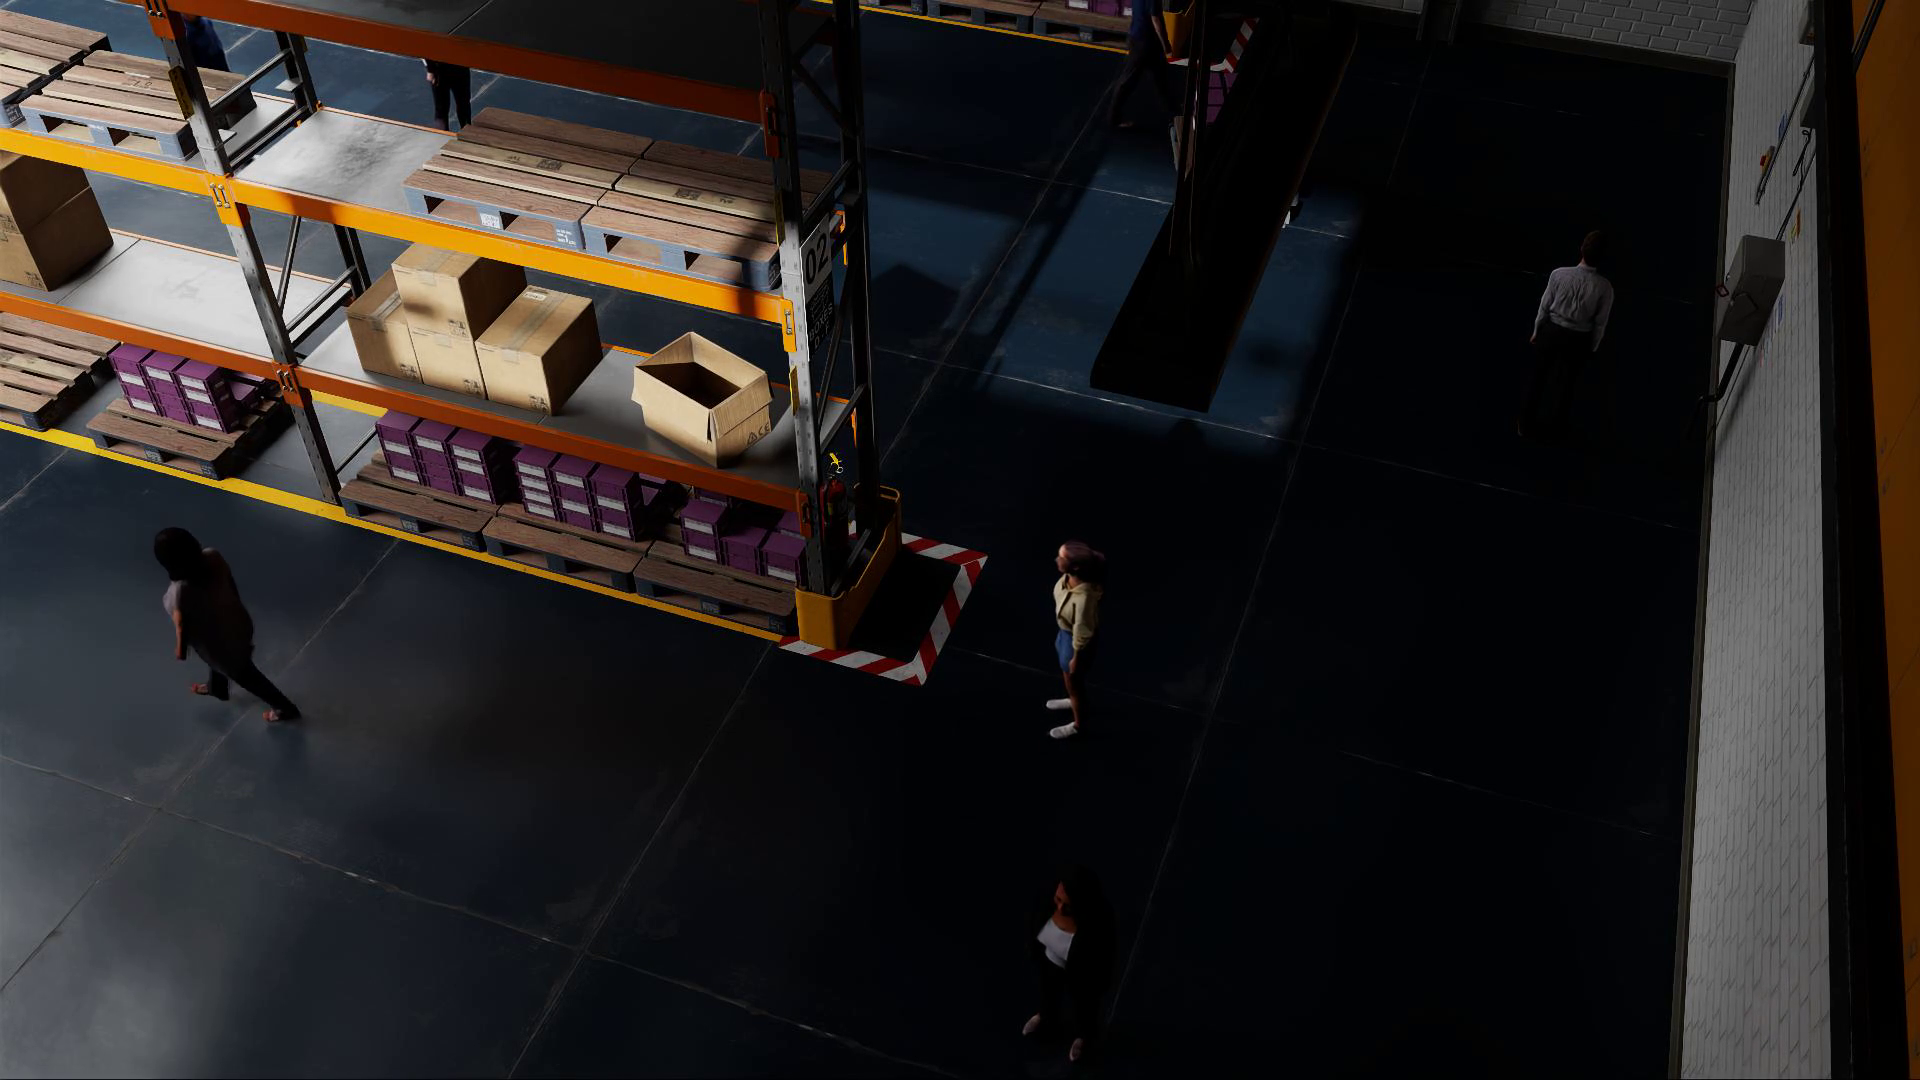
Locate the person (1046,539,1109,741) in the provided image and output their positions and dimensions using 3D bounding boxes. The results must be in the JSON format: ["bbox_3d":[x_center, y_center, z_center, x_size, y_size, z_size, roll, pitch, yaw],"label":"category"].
[{"bbox_3d":[0.730,0.608,10.366,0.688,1.628,0.716,-3,44,-3],"label":"person"}]

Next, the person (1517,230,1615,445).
[{"bbox_3d":[4.538,-1.524,12.467,0.544,1.818,0.749,21,48,21],"label":"person"}]

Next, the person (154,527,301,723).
[{"bbox_3d":[-4.593,0.578,10.438,1.089,1.573,0.805,4,44,4],"label":"person"}]

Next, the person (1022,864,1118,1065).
[{"bbox_3d":[0.588,2.184,8.722,0.630,1.614,0.766,24,48,23],"label":"person"}]

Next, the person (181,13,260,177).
[{"bbox_3d":[-6.909,-4.232,15.320,0.623,1.804,0.707,7,44,7],"label":"person"}]

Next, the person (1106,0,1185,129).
[{"bbox_3d":[1.675,-4.761,15.855,1.199,1.831,0.941,-2,44,-2],"label":"person"}]
